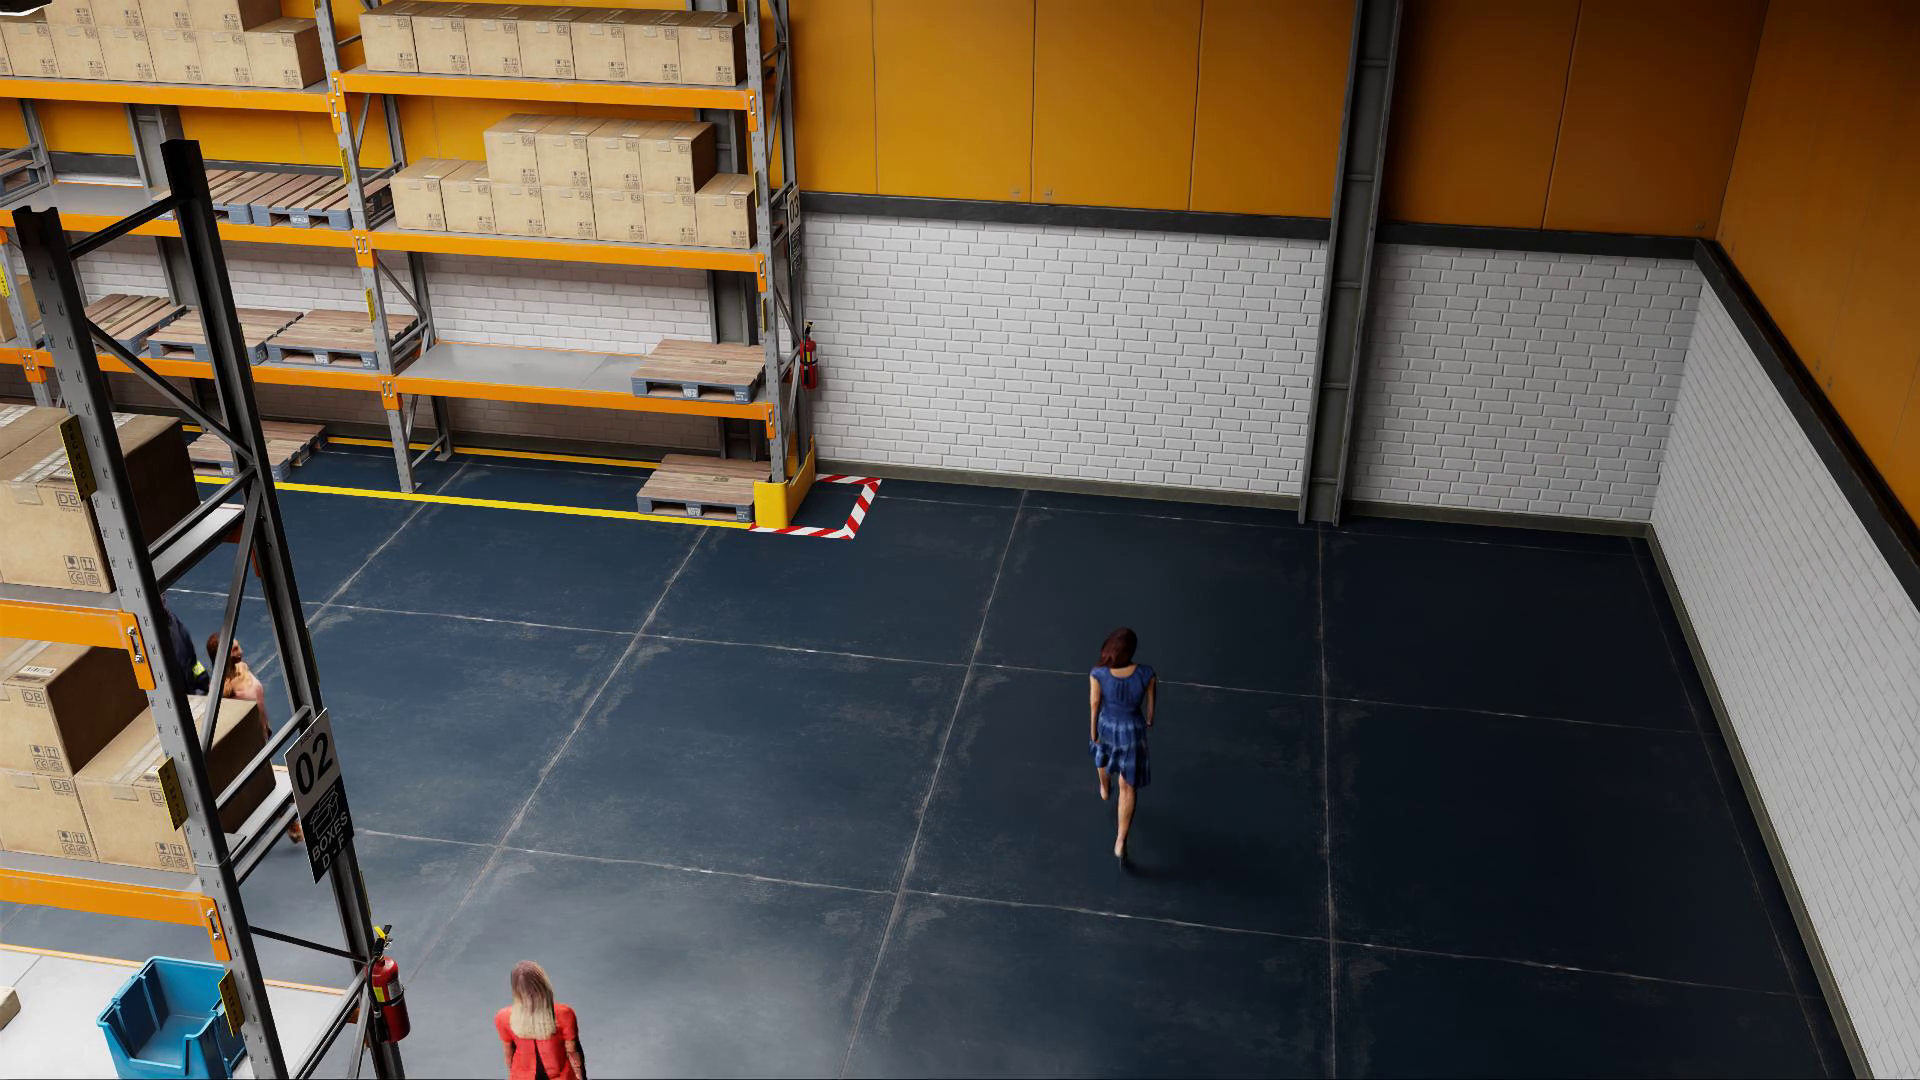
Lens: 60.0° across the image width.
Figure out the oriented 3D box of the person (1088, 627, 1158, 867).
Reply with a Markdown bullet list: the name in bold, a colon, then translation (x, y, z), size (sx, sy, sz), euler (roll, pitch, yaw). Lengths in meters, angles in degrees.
- **person**: translation (1.153, 1.484, 11.788), size (1.089, 1.749, 0.692), euler (4, 29, 8)

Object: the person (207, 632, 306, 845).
- **person**: translation (-5.131, 1.450, 11.797), size (1.148, 1.799, 0.752), euler (-1, 29, -2)

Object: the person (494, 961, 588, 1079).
- **person**: translation (-2.269, 3.026, 9.040), size (1.063, 1.674, 0.872), euler (-2, 29, -3)
